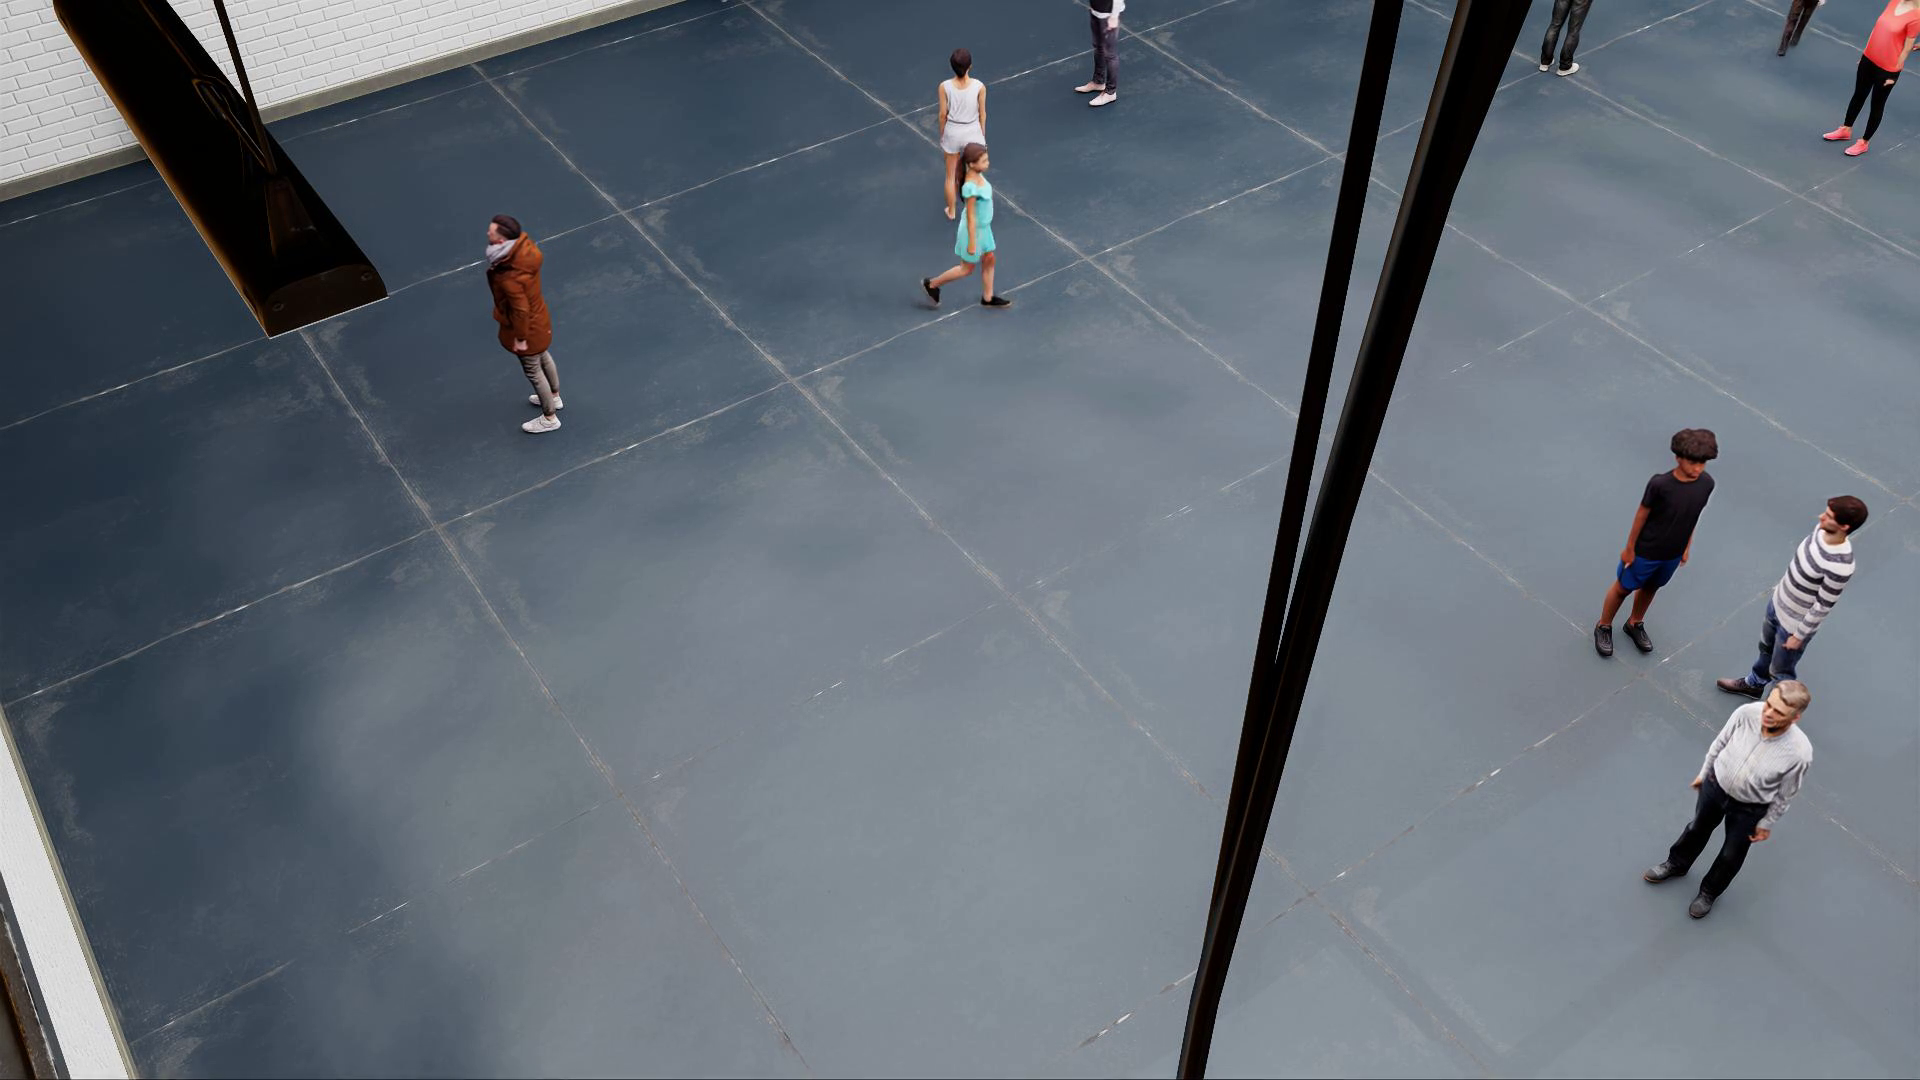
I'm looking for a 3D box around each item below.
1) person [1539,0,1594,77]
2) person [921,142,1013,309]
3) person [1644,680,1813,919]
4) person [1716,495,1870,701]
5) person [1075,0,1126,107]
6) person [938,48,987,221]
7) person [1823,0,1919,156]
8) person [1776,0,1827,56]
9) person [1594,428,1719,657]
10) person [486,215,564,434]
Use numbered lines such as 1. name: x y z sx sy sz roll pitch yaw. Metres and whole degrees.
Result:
1. person: 6.086 -5.476 16.404 0.712 1.812 0.633 30 51 28
2. person: 0.045 -2.522 13.500 1.026 1.541 0.942 5 44 5
3. person: 4.306 1.401 9.179 0.549 1.820 0.645 -24 49 -24
4. person: 5.131 0.433 10.171 0.763 1.854 0.716 5 44 5
5. person: 1.402 -5.077 15.978 0.696 1.823 0.748 -14 45 -15
6. person: 0.018 -3.534 14.515 0.627 1.607 0.710 1 44 1
7. person: 8.523 -4.395 15.354 0.622 1.694 0.650 -13 45 -13
8. person: 8.672 -5.601 16.941 0.748 1.251 0.962 22 48 21
9. person: 4.470 0.005 10.660 0.669 1.799 0.759 -4 44 -4
10. person: -3.205 -1.615 12.332 0.883 1.838 0.842 1 44 1
